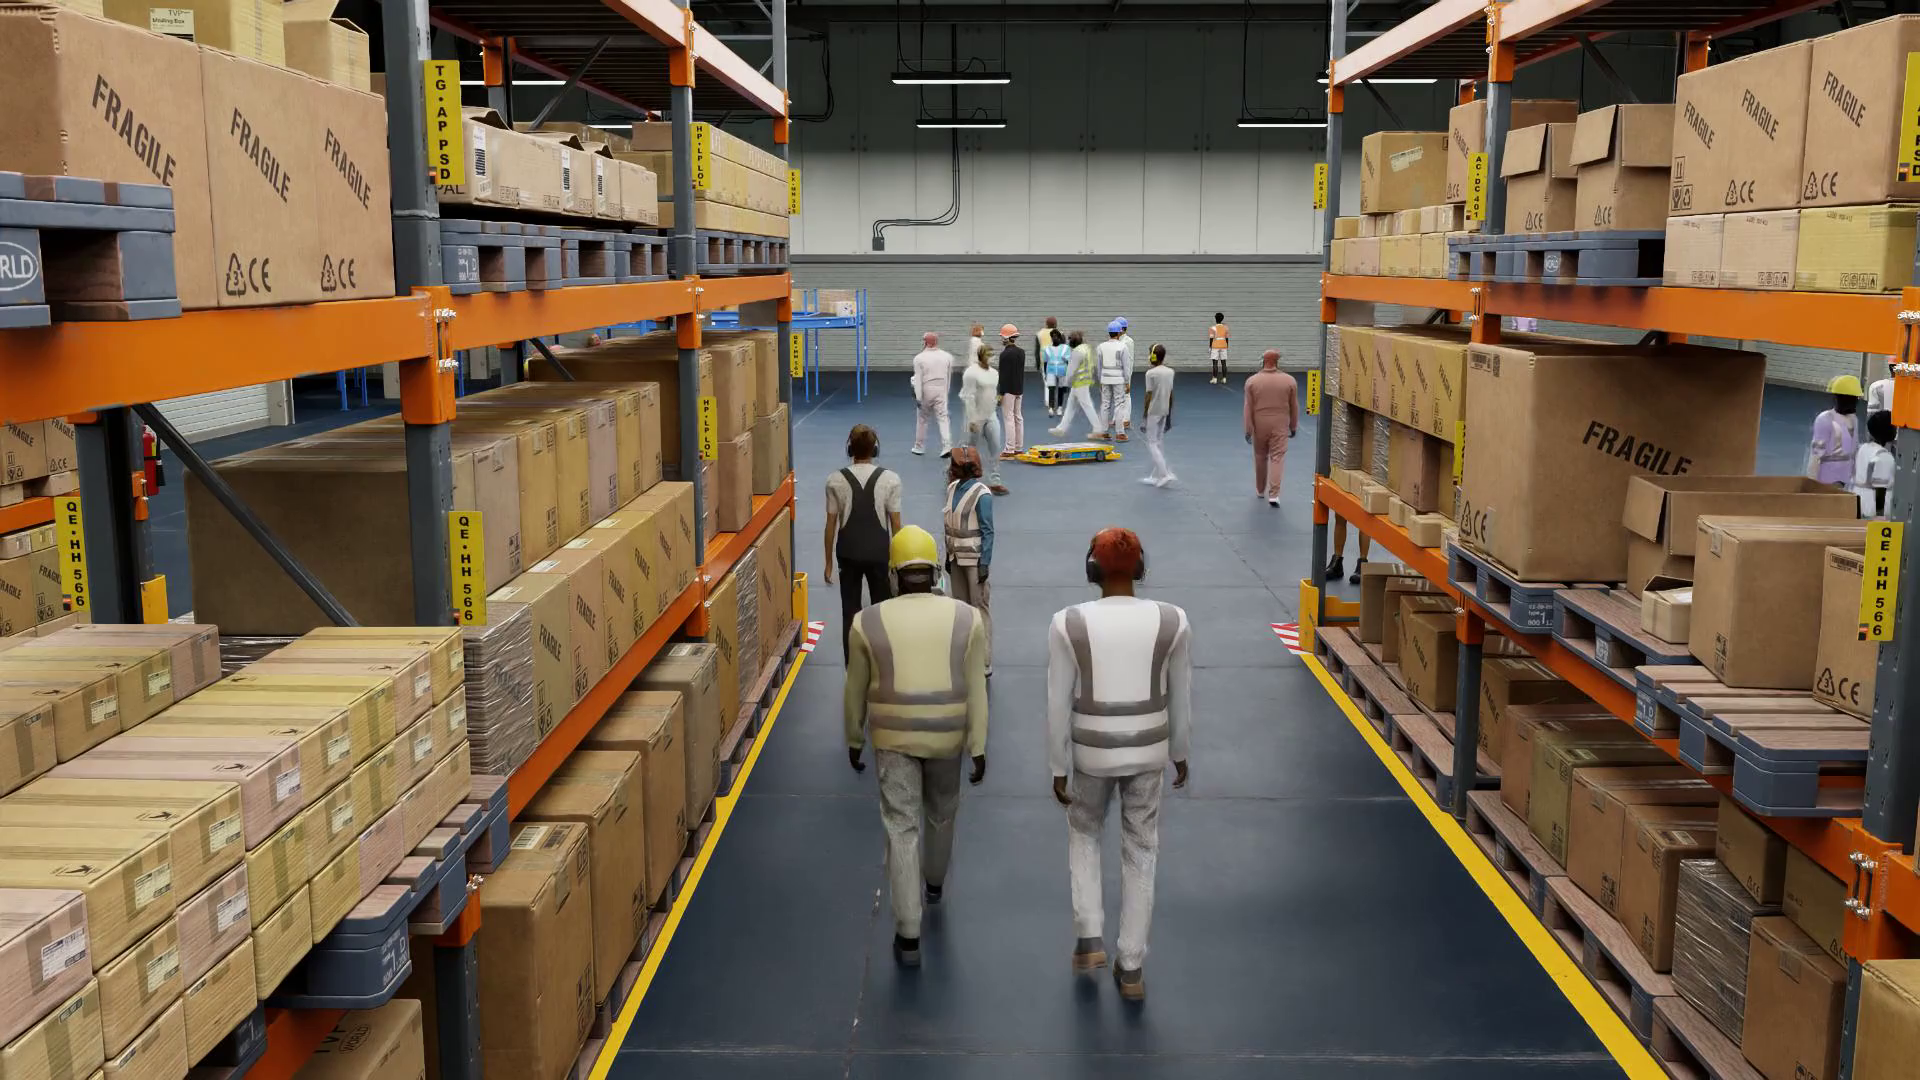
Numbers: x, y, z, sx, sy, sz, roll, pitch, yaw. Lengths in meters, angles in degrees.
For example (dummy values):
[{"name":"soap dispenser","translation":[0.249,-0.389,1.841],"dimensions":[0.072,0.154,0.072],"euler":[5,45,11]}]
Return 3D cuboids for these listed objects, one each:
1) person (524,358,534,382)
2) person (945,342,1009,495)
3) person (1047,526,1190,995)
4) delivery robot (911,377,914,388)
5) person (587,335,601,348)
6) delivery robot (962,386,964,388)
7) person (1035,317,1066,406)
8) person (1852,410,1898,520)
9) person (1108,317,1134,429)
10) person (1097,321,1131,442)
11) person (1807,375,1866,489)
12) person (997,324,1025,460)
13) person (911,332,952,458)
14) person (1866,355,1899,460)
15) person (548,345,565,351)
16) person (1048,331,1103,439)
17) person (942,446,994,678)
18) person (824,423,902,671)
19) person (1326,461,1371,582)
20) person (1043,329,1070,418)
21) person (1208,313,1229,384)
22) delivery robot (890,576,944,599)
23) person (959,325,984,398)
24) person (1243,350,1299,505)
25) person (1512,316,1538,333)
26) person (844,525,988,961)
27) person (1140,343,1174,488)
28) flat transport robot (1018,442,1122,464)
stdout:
[{"name":"person","translation":[-5.434,-1.450,21.021],"dimensions":[0.495,1.708,0.846],"euler":[3,10,18]},{"name":"person","translation":[0.222,-1.546,21.020],"dimensions":[0.633,1.911,0.881],"euler":[-9,13,-44]},{"name":"person","translation":[0.639,0.867,6.673],"dimensions":[0.592,1.866,0.492],"euler":[0,9,0]},{"name":"delivery robot","translation":[-0.819,-3.437,36.223],"dimensions":[0.477,0.478,0.707],"euler":[-3,10,-18]},{"name":"person","translation":[-5.461,-2.210,25.292],"dimensions":[0.578,1.810,0.830],"euler":[6,11,32]},{"name":"delivery robot","translation":[0.262,-3.251,34.321],"dimensions":[0.335,0.223,0.698],"euler":[-2,9,-15]},{"name":"person","translation":[1.876,-3.630,33.814],"dimensions":[0.623,1.794,0.963],"euler":[5,11,27]},{"name":"person","translation":[7.548,-0.251,13.900],"dimensions":[0.524,1.685,0.534],"euler":[1,10,6]},{"name":"person","translation":[2.822,-2.930,29.167],"dimensions":[0.389,1.949,0.603],"euler":[-4,10,-24]},{"name":"person","translation":[2.504,-2.576,27.044],"dimensions":[0.605,1.950,0.380],"euler":[7,12,36]},{"name":"person","translation":[8.086,-0.588,15.364],"dimensions":[0.604,1.877,0.984],"euler":[-7,12,-36]},{"name":"person","translation":[0.737,-2.189,24.591],"dimensions":[0.378,1.996,0.611],"euler":[6,11,31]},{"name":"person","translation":[-0.401,-2.176,24.945],"dimensions":[0.644,1.865,0.977],"euler":[-4,10,-22]},{"name":"person","translation":[10.459,-1.169,18.656],"dimensions":[0.550,1.937,0.357],"euler":[4,10,25]},{"name":"person","translation":[-4.820,-1.295,19.391],"dimensions":[0.929,1.958,0.634],"euler":[-2,10,-15]},{"name":"person","translation":[1.954,-2.564,27.517],"dimensions":[0.964,1.782,0.627],"euler":[2,10,11]},{"name":"person","translation":[0.058,0.156,11.619],"dimensions":[0.314,1.636,0.517],"euler":[-6,11,-31]},{"name":"person","translation":[-0.652,0.139,11.148],"dimensions":[0.528,1.830,0.405],"euler":[-1,9,-3]},{"name":"person","translation":[3.572,-0.583,15.165],"dimensions":[0.542,1.931,0.375],"euler":[9,13,42]},{"name":"person","translation":[1.819,-3.135,31.277],"dimensions":[0.536,1.652,0.867],"euler":[1,10,5]},{"name":"person","translation":[6.218,-4.608,39.970],"dimensions":[0.538,1.695,0.319],"euler":[-3,10,-18]},{"name":"delivery robot","translation":[-0.370,0.334,13.635],"dimensions":[0.477,0.478,0.707],"euler":[-3,10,-16]},{"name":"person","translation":[0.335,-3.751,35.142],"dimensions":[0.775,1.598,0.508],"euler":[2,10,14]},{"name":"person","translation":[3.761,-1.372,20.146],"dimensions":[0.641,1.852,1.043],"euler":[2,10,13]},{"name":"person","translation":[13.699,-4.847,40.358],"dimensions":[0.614,2.047,0.361],"euler":[7,12,37]},{"name":"person","translation":[-0.201,0.824,7.197],"dimensions":[0.601,1.776,0.936],"euler":[-1,10,-7]},{"name":"person","translation":[2.560,-1.615,21.636],"dimensions":[0.548,1.885,0.541],"euler":[-8,12,-40]},{"name":"flat transport robot","translation":[1.623,-1.288,24.477],"dimensions":[1.431,0.197,0.652],"euler":[-6,11,-32]}]
